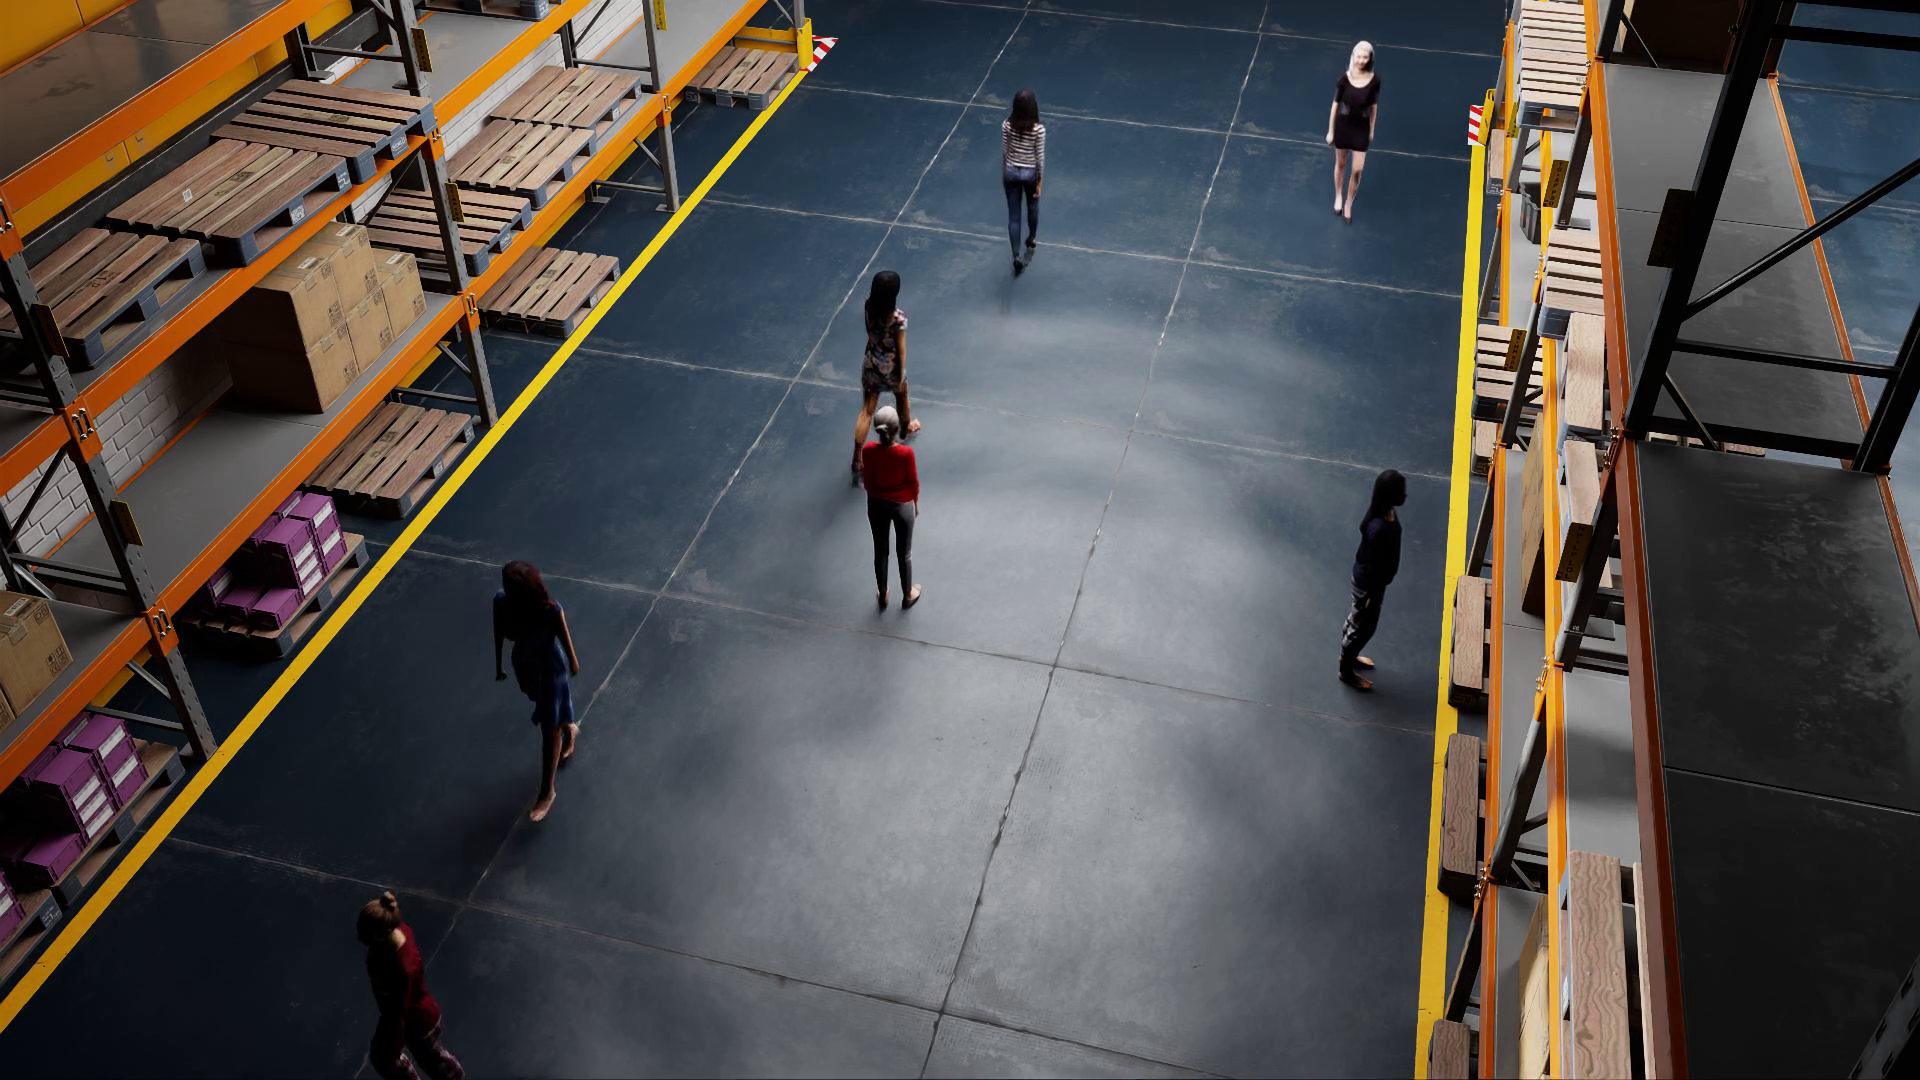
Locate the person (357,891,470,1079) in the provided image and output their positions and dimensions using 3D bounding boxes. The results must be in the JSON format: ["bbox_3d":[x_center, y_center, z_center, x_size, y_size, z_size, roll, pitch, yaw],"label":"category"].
[{"bbox_3d":[-2.744,2.387,8.520,0.846,1.687,0.789,-26,46,-29],"label":"person"}]

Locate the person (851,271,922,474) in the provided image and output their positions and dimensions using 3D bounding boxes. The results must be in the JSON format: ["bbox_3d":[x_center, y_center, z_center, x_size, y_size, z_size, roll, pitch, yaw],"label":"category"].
[{"bbox_3d":[-0.662,-1.300,13.134,0.816,1.689,1.218,20,43,23],"label":"person"}]

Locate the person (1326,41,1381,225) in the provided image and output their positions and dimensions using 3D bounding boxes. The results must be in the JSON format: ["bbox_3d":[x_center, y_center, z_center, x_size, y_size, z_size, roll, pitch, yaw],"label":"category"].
[{"bbox_3d":[3.892,-4.097,16.538,0.665,1.814,0.742,5,39,6],"label":"person"}]

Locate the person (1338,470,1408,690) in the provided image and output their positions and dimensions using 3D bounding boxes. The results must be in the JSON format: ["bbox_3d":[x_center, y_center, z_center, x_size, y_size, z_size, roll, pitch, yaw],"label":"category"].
[{"bbox_3d":[2.763,0.240,11.171,0.663,1.734,0.446,10,40,12],"label":"person"}]

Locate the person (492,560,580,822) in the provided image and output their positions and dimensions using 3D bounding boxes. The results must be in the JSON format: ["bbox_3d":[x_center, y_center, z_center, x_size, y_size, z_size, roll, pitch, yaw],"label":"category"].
[{"bbox_3d":[-2.589,0.799,10.448,0.666,1.763,1.060,11,40,13],"label":"person"}]

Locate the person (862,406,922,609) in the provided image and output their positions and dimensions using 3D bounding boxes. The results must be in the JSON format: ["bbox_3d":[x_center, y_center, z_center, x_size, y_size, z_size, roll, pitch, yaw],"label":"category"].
[{"bbox_3d":[-0.484,-0.223,11.780,0.567,1.697,0.556,5,39,6],"label":"person"}]

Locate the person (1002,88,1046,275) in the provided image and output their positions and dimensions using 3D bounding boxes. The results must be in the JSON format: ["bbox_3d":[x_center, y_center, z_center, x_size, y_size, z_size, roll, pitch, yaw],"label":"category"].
[{"bbox_3d":[0.550,-3.326,15.609,0.591,1.767,0.859,8,39,10],"label":"person"}]
